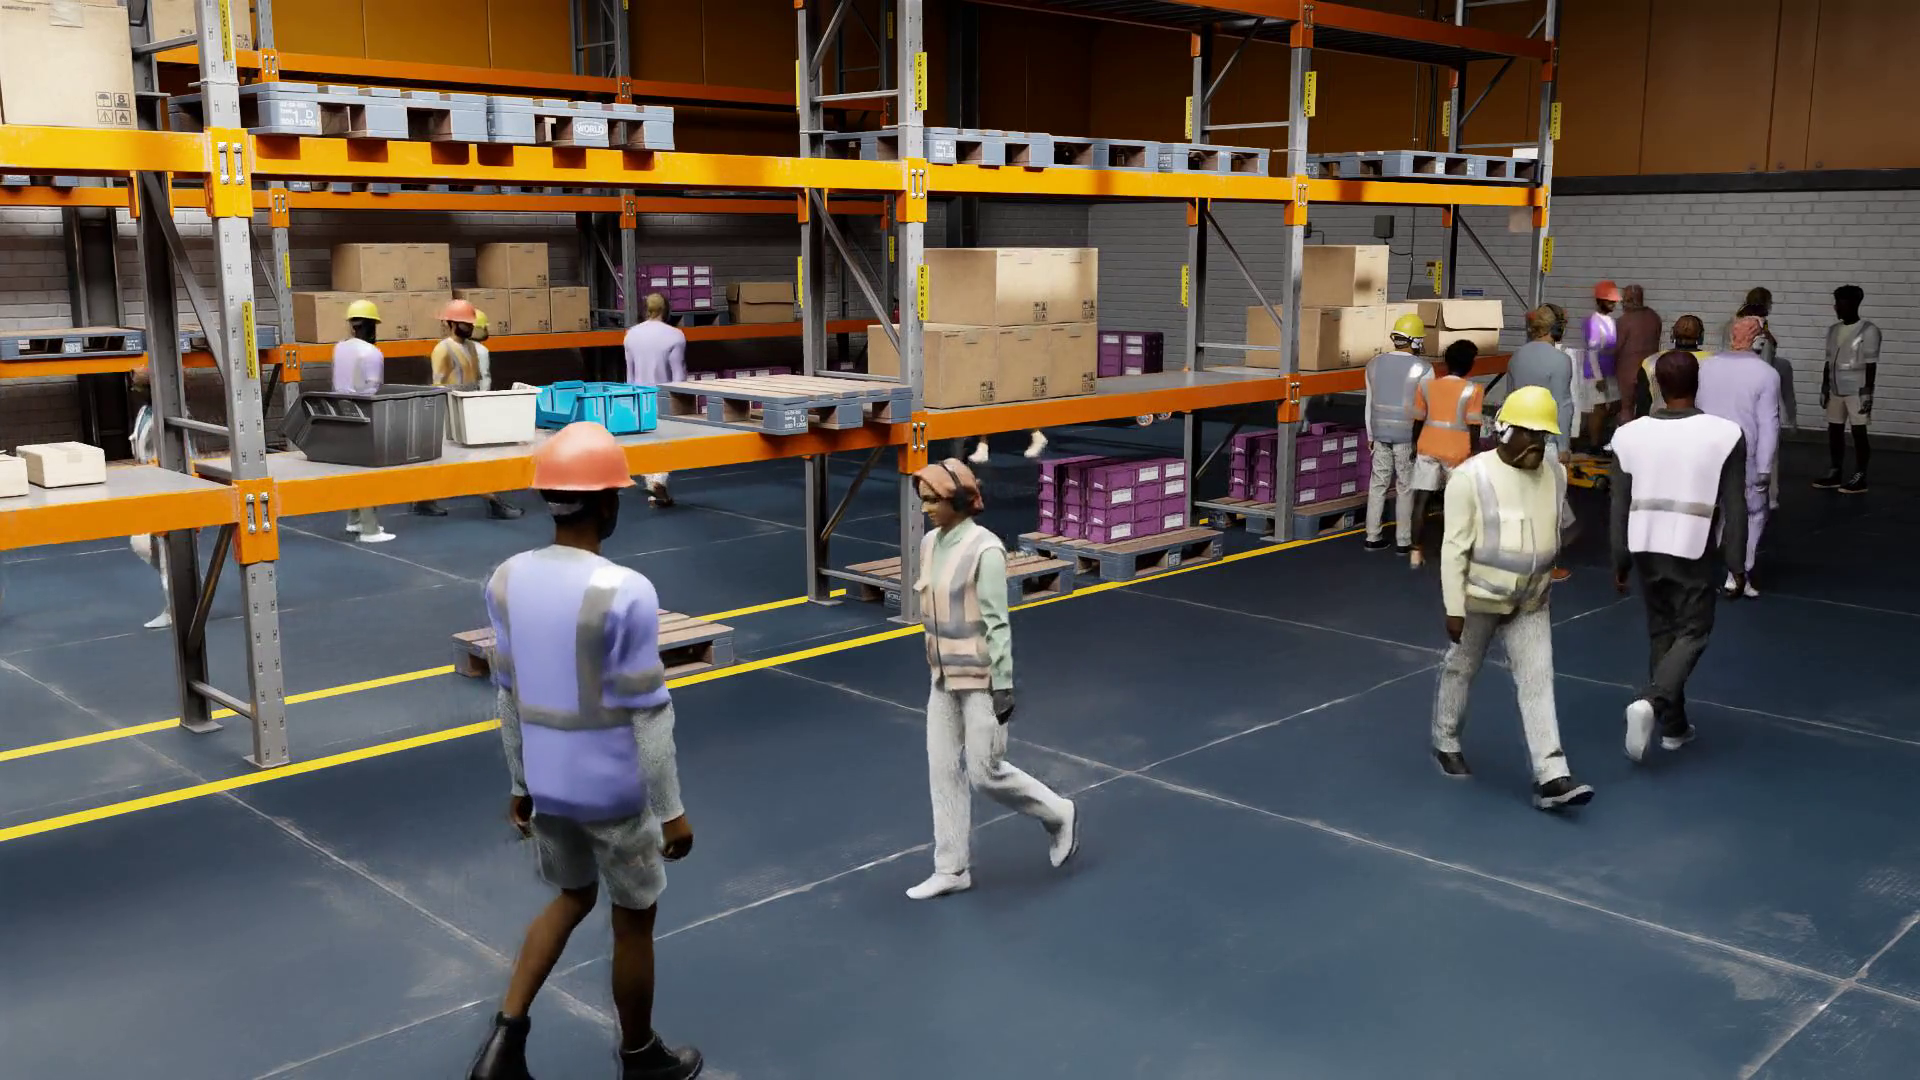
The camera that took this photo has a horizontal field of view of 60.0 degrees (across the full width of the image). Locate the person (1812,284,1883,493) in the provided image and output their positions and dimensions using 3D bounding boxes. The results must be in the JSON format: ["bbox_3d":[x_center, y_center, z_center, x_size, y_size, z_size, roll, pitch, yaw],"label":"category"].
[{"bbox_3d":[8.340,-1.417,15.625,0.404,1.954,0.609,-2,11,-13],"label":"person"}]

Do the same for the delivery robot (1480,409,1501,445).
[{"bbox_3d":[5.551,-1.168,17.811,0.477,0.478,0.707,-4,11,-20],"label":"delivery robot"}]

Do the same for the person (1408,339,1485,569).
[{"bbox_3d":[3.533,-0.625,12.060,0.638,1.644,0.818,10,14,43],"label":"person"}]

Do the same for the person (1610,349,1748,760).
[{"bbox_3d":[3.255,0.077,7.630,0.624,1.890,0.762,9,14,41],"label":"person"}]

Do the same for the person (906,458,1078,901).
[{"bbox_3d":[0.100,0.497,6.067,0.611,1.617,0.553,-6,12,-30],"label":"person"}]

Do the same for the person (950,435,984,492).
[{"bbox_3d":[0.045,-1.166,14.672,0.519,1.790,0.985,5,11,24],"label":"person"}]

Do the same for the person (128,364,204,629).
[{"bbox_3d":[-4.907,-0.269,10.217,0.365,1.627,0.534,-10,14,-43],"label":"person"}]

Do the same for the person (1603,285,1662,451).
[{"bbox_3d":[7.226,-1.826,18.098,0.687,1.860,0.708,-6,12,-30],"label":"person"}]

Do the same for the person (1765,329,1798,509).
[{"bbox_3d":[7.025,-1.061,14.593,0.589,1.618,0.487,7,13,35],"label":"person"}]

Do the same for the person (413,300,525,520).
[{"bbox_3d":[-4.251,-1.099,14.116,1.046,1.872,0.556,2,11,9],"label":"person"}]

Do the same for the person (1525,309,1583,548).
[{"bbox_3d":[4.470,-0.837,12.675,0.407,1.866,0.617,-3,11,-16],"label":"person"}]

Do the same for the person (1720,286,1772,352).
[{"bbox_3d":[7.575,-1.489,16.107,0.457,1.915,0.696,-1,10,-7],"label":"person"}]

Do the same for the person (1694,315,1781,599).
[{"bbox_3d":[5.109,-0.531,10.978,0.558,1.884,0.684,-7,12,-33],"label":"person"}]

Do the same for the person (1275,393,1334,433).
[{"bbox_3d":[3.327,-1.484,16.359,0.976,1.830,0.508,-7,13,-34],"label":"person"}]

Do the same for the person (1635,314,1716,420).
[{"bbox_3d":[5.214,-0.708,12.050,0.627,1.844,0.429,4,11,22],"label":"person"}]

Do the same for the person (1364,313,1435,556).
[{"bbox_3d":[3.322,-0.787,12.542,0.403,1.826,0.596,-9,14,-42],"label":"person"}]

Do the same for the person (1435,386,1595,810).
[{"bbox_3d":[2.339,0.240,7.054,0.627,1.768,0.955,-3,11,-14],"label":"person"}]

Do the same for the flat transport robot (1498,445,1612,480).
[{"bbox_3d":[5.912,-0.793,16.800,0.652,0.197,1.431,-2,11,-12],"label":"flat transport robot"}]

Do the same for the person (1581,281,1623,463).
[{"bbox_3d":[6.810,-1.769,17.597,0.566,1.922,0.415,-10,14,-44],"label":"person"}]

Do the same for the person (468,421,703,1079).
[{"bbox_3d":[-0.988,0.643,4.450,0.564,1.923,0.628,7,12,33],"label":"person"}]

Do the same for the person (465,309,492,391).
[{"bbox_3d":[-4.499,-1.263,15.388,0.484,1.730,0.417,8,13,38],"label":"person"}]

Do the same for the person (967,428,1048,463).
[{"bbox_3d":[0.506,-1.828,17.743,0.990,2.006,0.622,-7,12,-32],"label":"person"}]

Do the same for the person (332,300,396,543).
[{"bbox_3d":[-4.714,-0.932,13.141,0.611,1.902,0.494,7,13,34],"label":"person"}]

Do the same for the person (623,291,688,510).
[{"bbox_3d":[-2.646,-1.206,14.531,0.639,1.924,0.461,4,11,22],"label":"person"}]

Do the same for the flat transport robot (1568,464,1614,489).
[{"bbox_3d":[6.438,-0.543,15.437,0.652,0.197,1.431,-5,12,-26],"label":"flat transport robot"}]

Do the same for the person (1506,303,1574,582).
[{"bbox_3d":[4.060,-0.680,11.631,0.368,1.940,0.632,-3,11,-17],"label":"person"}]

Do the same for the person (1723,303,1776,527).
[{"bbox_3d":[6.483,-1.020,13.752,0.534,1.846,0.405,-3,11,-17],"label":"person"}]
